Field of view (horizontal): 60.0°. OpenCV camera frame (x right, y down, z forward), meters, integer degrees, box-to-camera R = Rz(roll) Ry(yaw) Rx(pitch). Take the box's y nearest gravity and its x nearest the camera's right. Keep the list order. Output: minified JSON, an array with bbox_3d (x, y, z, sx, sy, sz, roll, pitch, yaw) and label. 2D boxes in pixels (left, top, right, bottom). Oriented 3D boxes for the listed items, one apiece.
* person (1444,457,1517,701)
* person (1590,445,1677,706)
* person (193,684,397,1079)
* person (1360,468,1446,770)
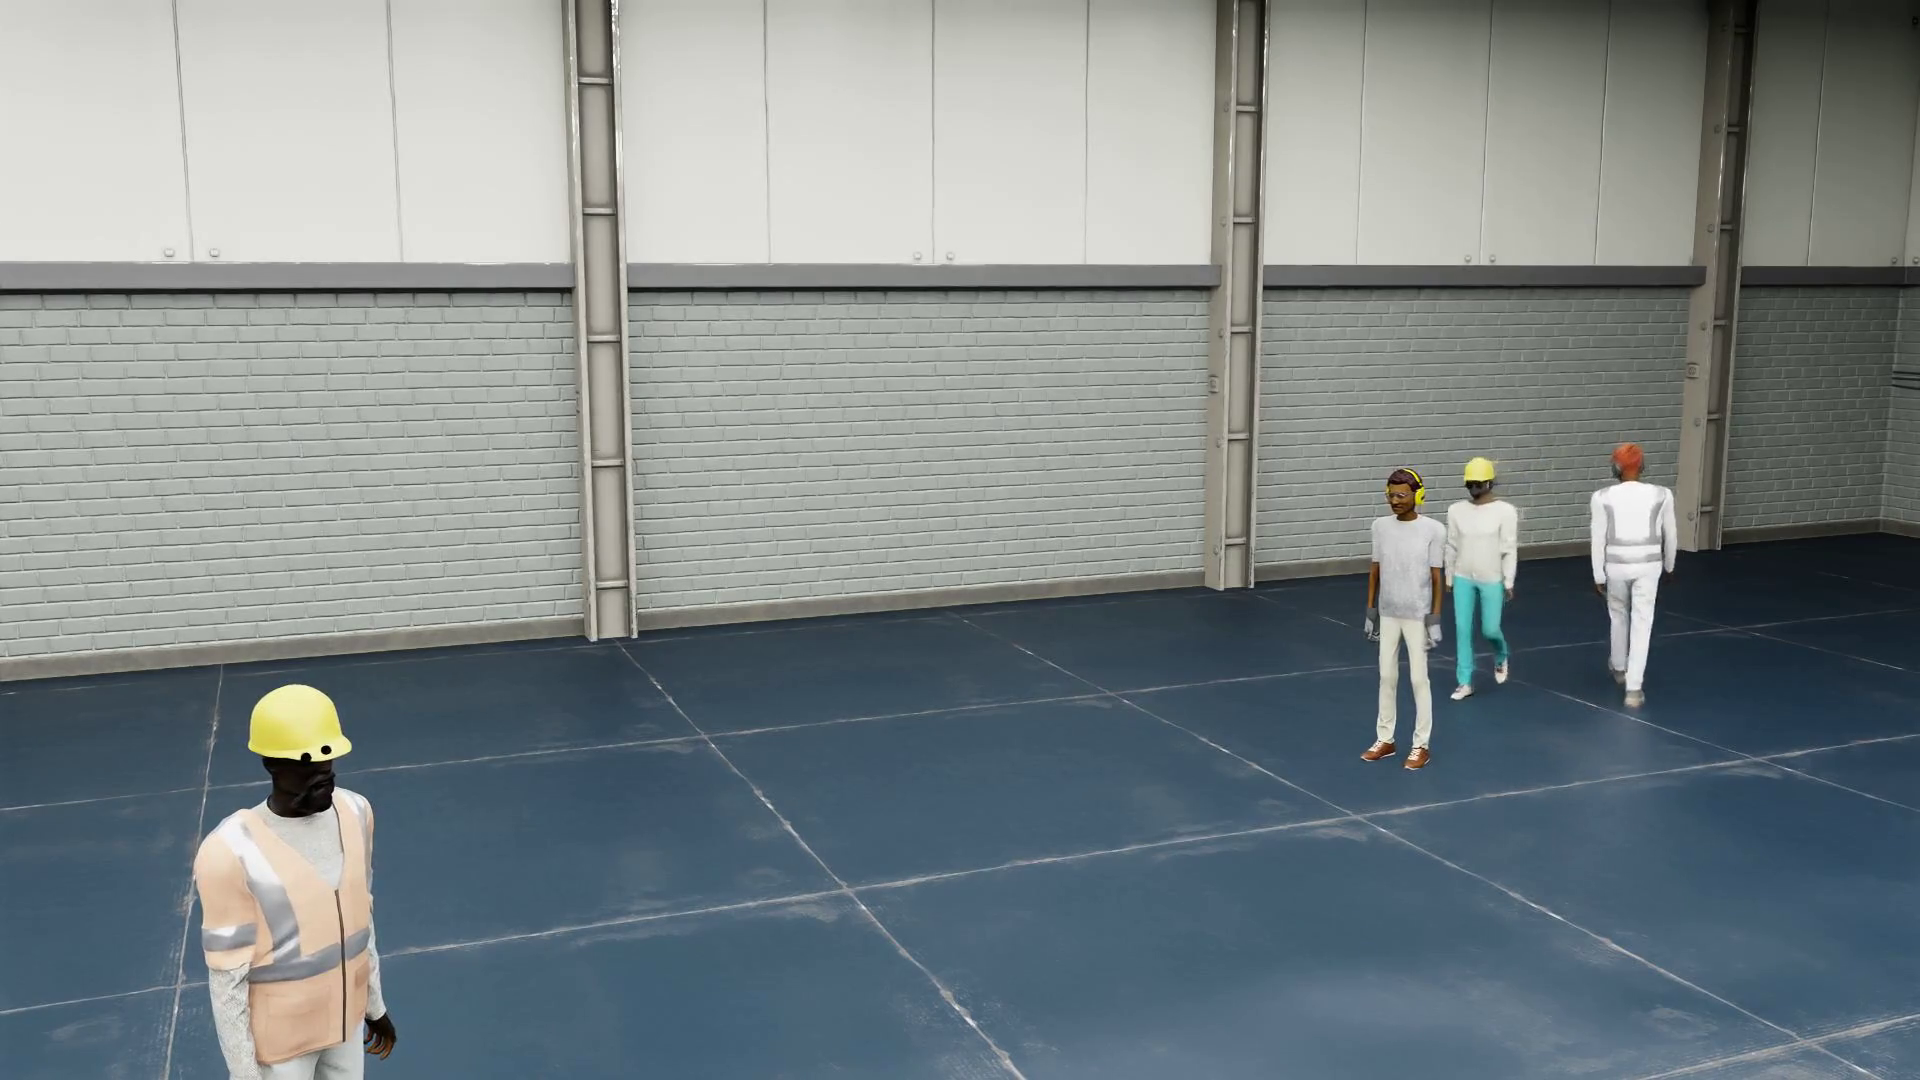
[{"bbox_3d":[3.745,0.265,11.936,0.540,1.751,0.533,7,11,38],"label":"person"},{"bbox_3d":[4.835,0.225,12.001,0.591,1.818,1.027,4,10,22],"label":"person"},{"bbox_3d":[-1.814,1.342,4.643,0.364,1.928,0.586,4,10,22],"label":"person"},{"bbox_3d":[2.738,0.480,10.278,0.509,1.861,0.312,7,12,38],"label":"person"}]
